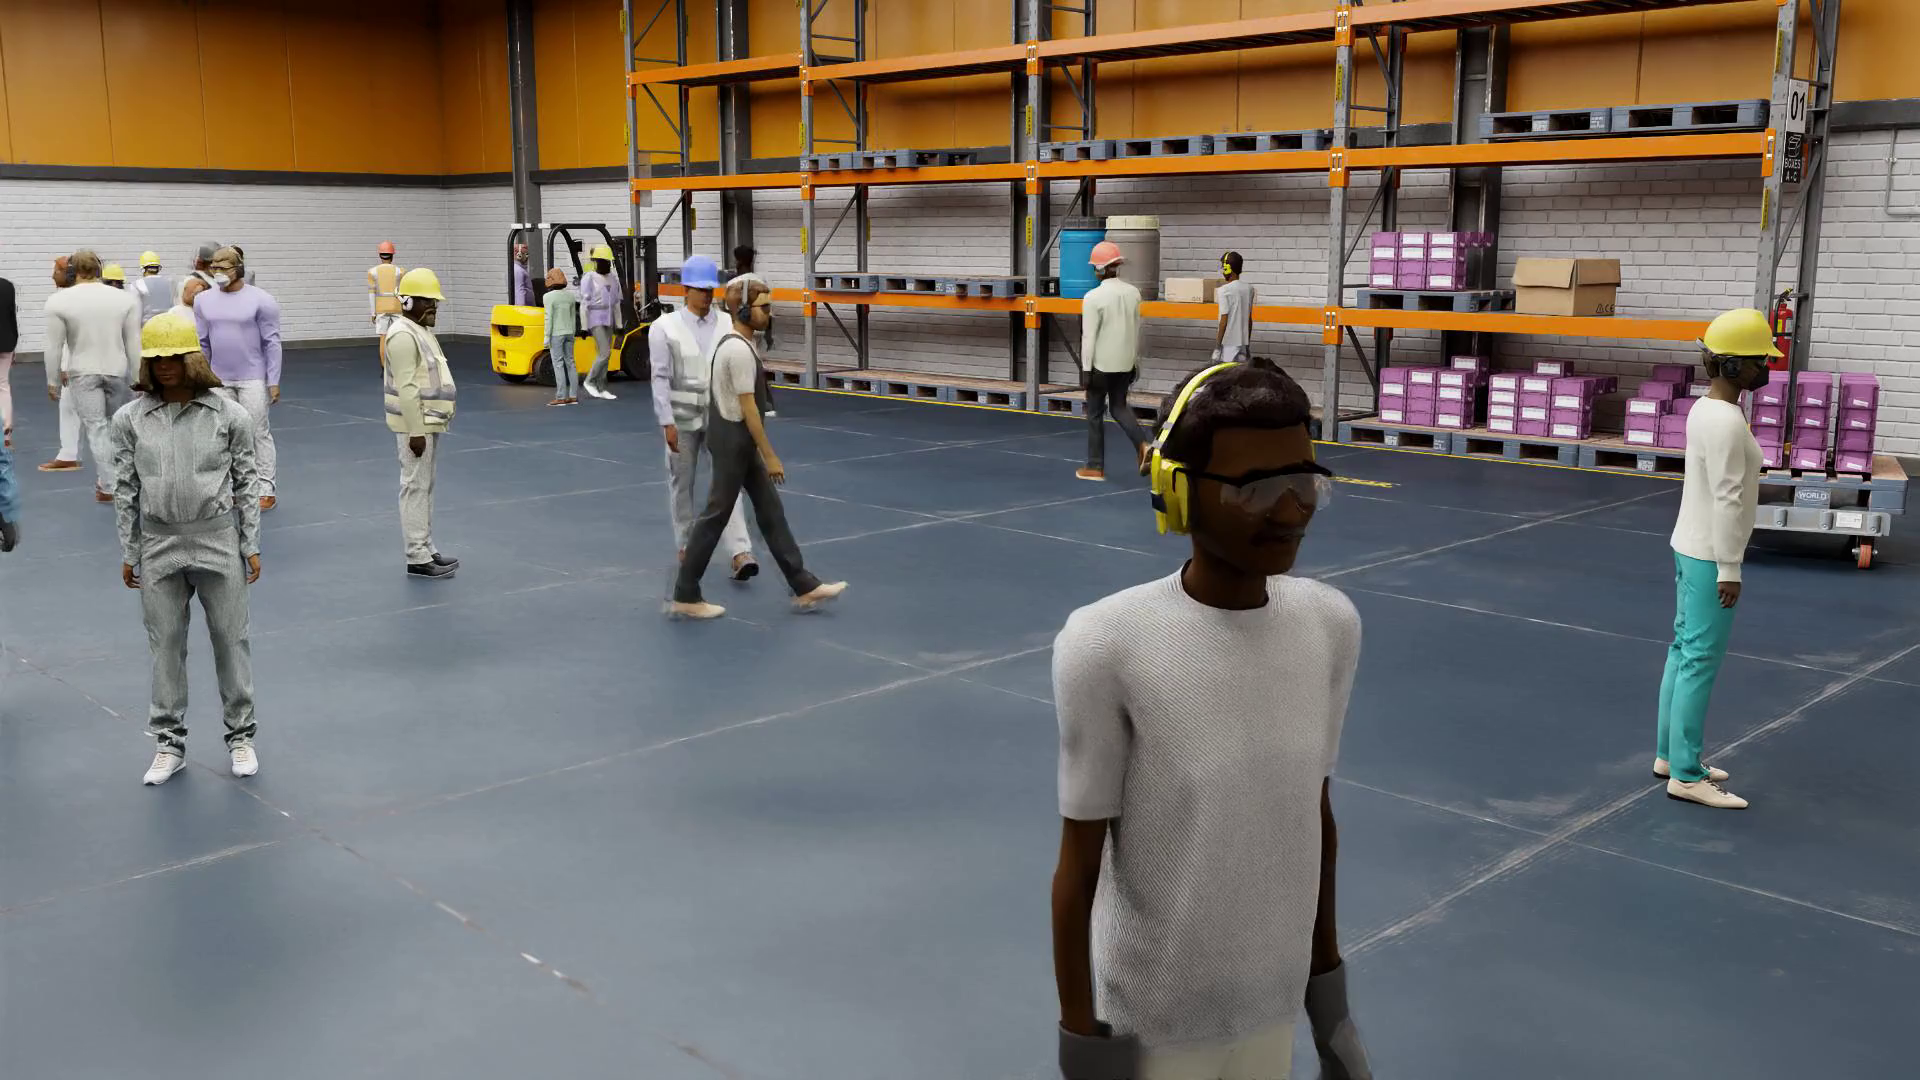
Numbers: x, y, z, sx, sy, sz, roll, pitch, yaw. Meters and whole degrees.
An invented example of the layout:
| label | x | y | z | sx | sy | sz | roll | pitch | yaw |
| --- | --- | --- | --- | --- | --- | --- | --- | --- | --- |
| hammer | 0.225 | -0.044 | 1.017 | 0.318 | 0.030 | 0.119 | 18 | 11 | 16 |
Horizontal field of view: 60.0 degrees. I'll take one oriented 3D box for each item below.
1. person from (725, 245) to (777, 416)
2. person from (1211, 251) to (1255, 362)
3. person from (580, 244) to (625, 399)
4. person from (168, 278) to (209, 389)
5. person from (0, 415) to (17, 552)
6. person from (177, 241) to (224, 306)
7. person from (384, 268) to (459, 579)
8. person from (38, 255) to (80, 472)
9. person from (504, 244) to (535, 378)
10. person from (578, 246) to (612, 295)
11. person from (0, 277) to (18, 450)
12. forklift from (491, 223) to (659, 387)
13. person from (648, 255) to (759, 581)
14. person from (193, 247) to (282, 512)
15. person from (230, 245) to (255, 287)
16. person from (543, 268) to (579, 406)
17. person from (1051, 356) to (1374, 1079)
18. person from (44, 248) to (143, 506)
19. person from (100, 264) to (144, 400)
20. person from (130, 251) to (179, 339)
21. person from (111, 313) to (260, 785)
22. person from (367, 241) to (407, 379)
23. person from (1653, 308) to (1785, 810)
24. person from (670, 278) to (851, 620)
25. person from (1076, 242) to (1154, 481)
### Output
| label | x | y | z | sx | sy | sz | roll | pitch | yaw |
| --- | --- | --- | --- | --- | --- | --- | --- | --- | --- |
| person | -2.418 | -2.361 | 18.775 | 0.998 | 1.913 | 0.622 | 7 | 13 | 35 |
| person | 2.664 | -1.886 | 16.326 | 0.512 | 1.861 | 0.329 | -9 | 14 | -41 |
| person | -4.404 | -2.678 | 20.518 | 0.426 | 1.910 | 0.598 | 5 | 11 | 24 |
| person | -7.367 | -1.711 | 16.035 | 0.566 | 1.607 | 0.400 | -10 | 14 | -43 |
| person | -4.230 | -0.035 | 6.868 | 0.542 | 1.615 | 0.652 | -2 | 11 | -12 |
| person | -7.613 | -2.108 | 17.041 | 1.044 | 2.000 | 0.790 | 2 | 11 | 12 |
| person | -3.196 | -0.690 | 9.892 | 0.404 | 1.827 | 0.589 | -1 | 10 | -8 |
| person | -7.483 | -1.505 | 14.268 | 0.844 | 1.862 | 0.579 | -4 | 11 | -23 |
| person | -6.255 | -3.262 | 23.729 | 0.403 | 1.900 | 0.636 | -5 | 11 | -24 |
| person | -5.841 | -3.809 | 26.865 | 0.633 | 1.839 | 0.429 | 5 | 11 | 23 |
| person | -9.125 | -1.819 | 15.629 | 0.460 | 1.979 | 0.621 | 6 | 12 | 29 |
| forklift | -5.316 | -3.263 | 22.920 | 2.313 | 2.155 | 1.214 | -10 | 14 | -44 |
| person | -1.485 | -0.694 | 9.709 | 0.621 | 1.896 | 0.992 | -5 | 11 | -24 |
| person | -5.273 | -1.162 | 12.160 | 0.635 | 1.936 | 0.354 | 1 | 10 | 4 |
| person | -10.393 | -3.300 | 23.995 | 0.328 | 1.877 | 0.513 | 10 | 15 | 44 |
| person | -4.774 | -2.419 | 19.843 | 0.271 | 1.632 | 0.503 | 6 | 12 | 31 |
| person | 0.349 | 0.677 | 2.318 | 0.522 | 1.869 | 0.324 | -6 | 12 | -28 |
| person | -6.599 | -1.231 | 12.589 | 0.803 | 1.914 | 0.655 | 9 | 14 | 40 |
| person | -9.295 | -2.149 | 18.169 | 0.935 | 1.714 | 0.507 | 0 | 10 | 1 |
| person | -9.604 | -2.522 | 19.862 | 0.403 | 1.834 | 0.588 | 8 | 13 | 37 |
| person | -2.846 | 0.038 | 6.150 | 0.492 | 1.742 | 0.315 | -3 | 11 | -16 |
| person | -8.069 | -3.249 | 23.541 | 0.545 | 1.938 | 0.358 | -3 | 11 | -15 |
| person | 2.715 | 0.062 | 5.954 | 0.310 | 1.768 | 0.533 | 3 | 11 | 14 |
| person | -1.093 | -0.460 | 8.720 | 0.980 | 1.792 | 0.509 | -1 | 10 | -4 |
| person | 1.269 | -1.443 | 13.598 | 0.628 | 1.971 | 0.677 | -7 | 13 | -35 |
